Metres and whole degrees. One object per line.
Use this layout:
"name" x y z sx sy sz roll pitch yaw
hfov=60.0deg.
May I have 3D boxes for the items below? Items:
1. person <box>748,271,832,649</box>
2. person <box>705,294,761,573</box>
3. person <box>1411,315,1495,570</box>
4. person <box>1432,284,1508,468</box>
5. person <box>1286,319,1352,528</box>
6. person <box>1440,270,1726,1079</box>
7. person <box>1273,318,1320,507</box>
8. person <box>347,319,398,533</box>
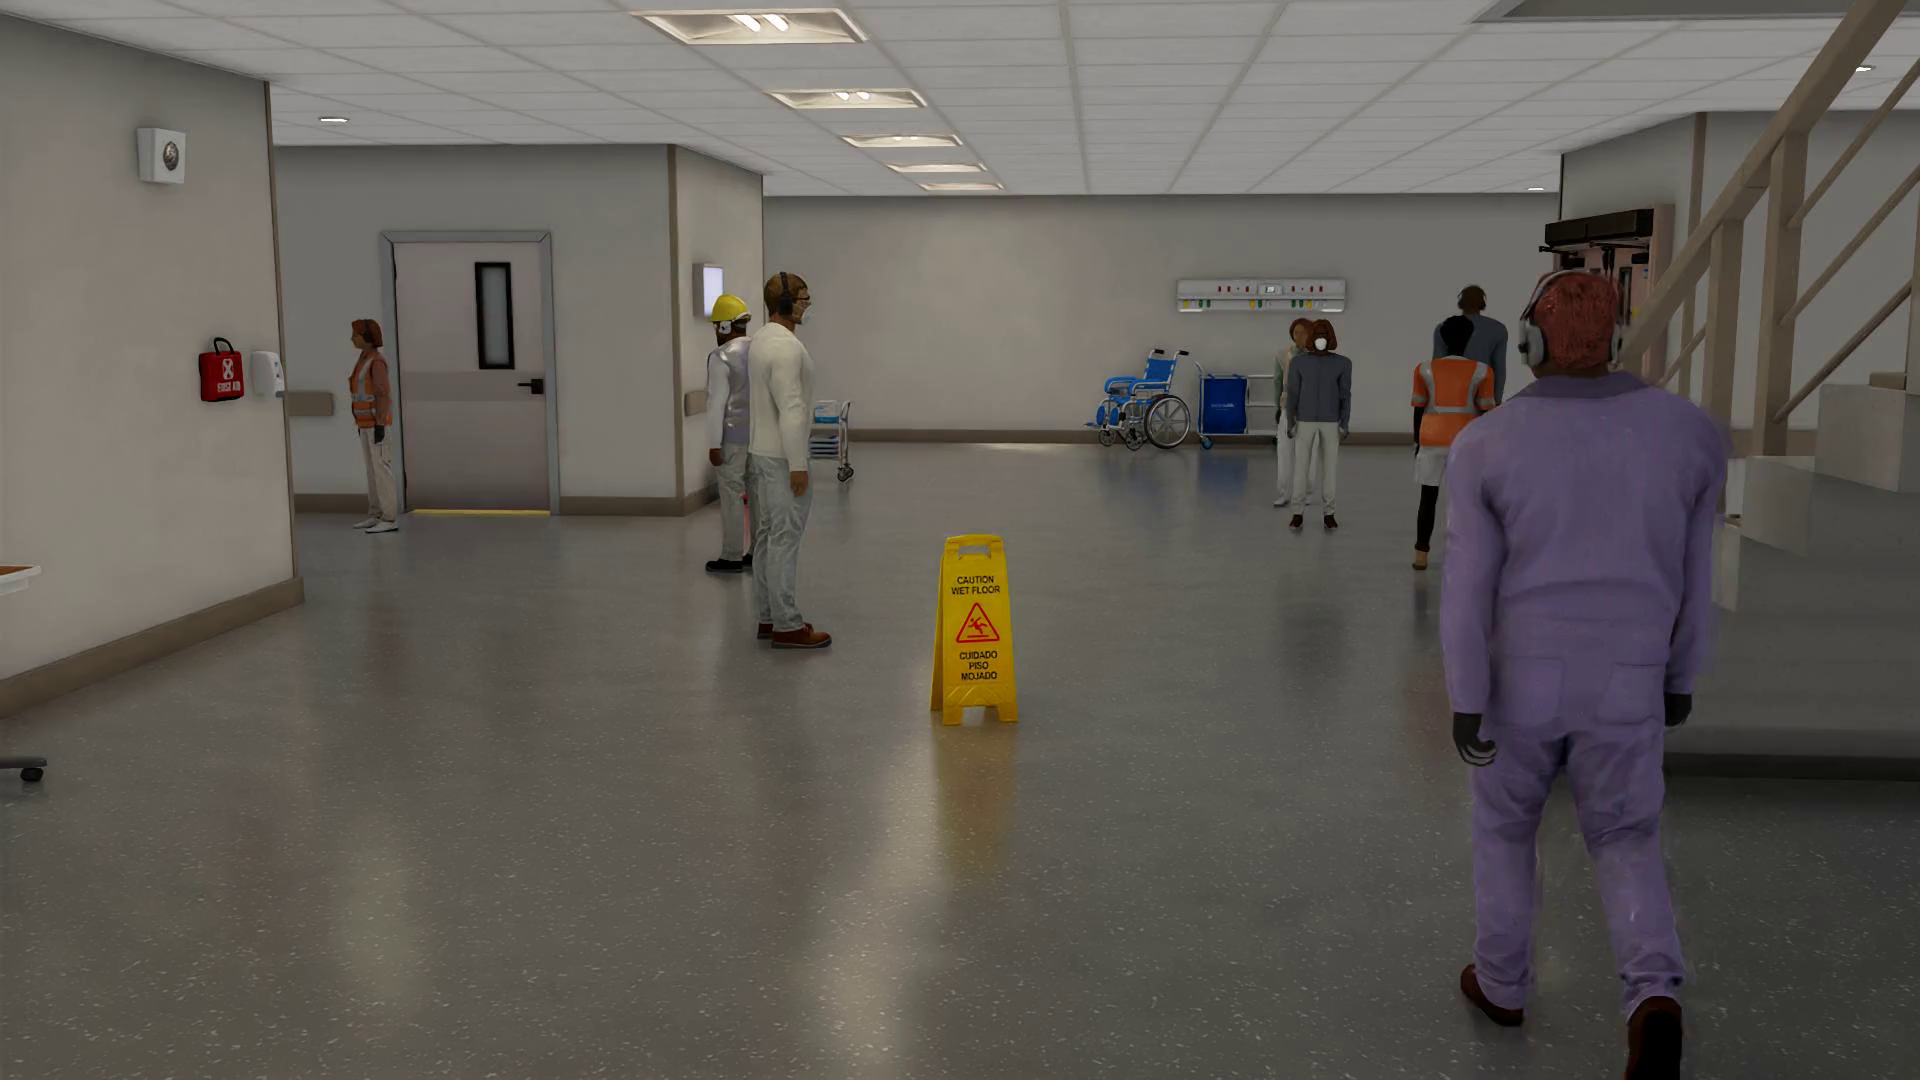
"person" -0.903 -0.411 8.604 0.373 1.940 0.628 -3 9 -20
"person" -1.463 -0.690 10.909 0.403 1.824 0.590 5 10 32
"person" 3.236 -0.631 10.958 0.536 1.689 0.322 3 9 19
"person" 4.405 -1.254 14.411 0.633 1.921 0.690 2 9 13
"person" 2.798 -0.905 12.992 0.500 1.633 0.284 1 8 9
"person" 1.431 0.316 3.858 0.640 1.877 0.804 1 8 4
"person" 2.916 -1.081 14.231 0.525 1.612 0.658 3 9 22
"person" -4.508 -0.875 12.769 0.307 1.639 0.525 -6 10 -34
